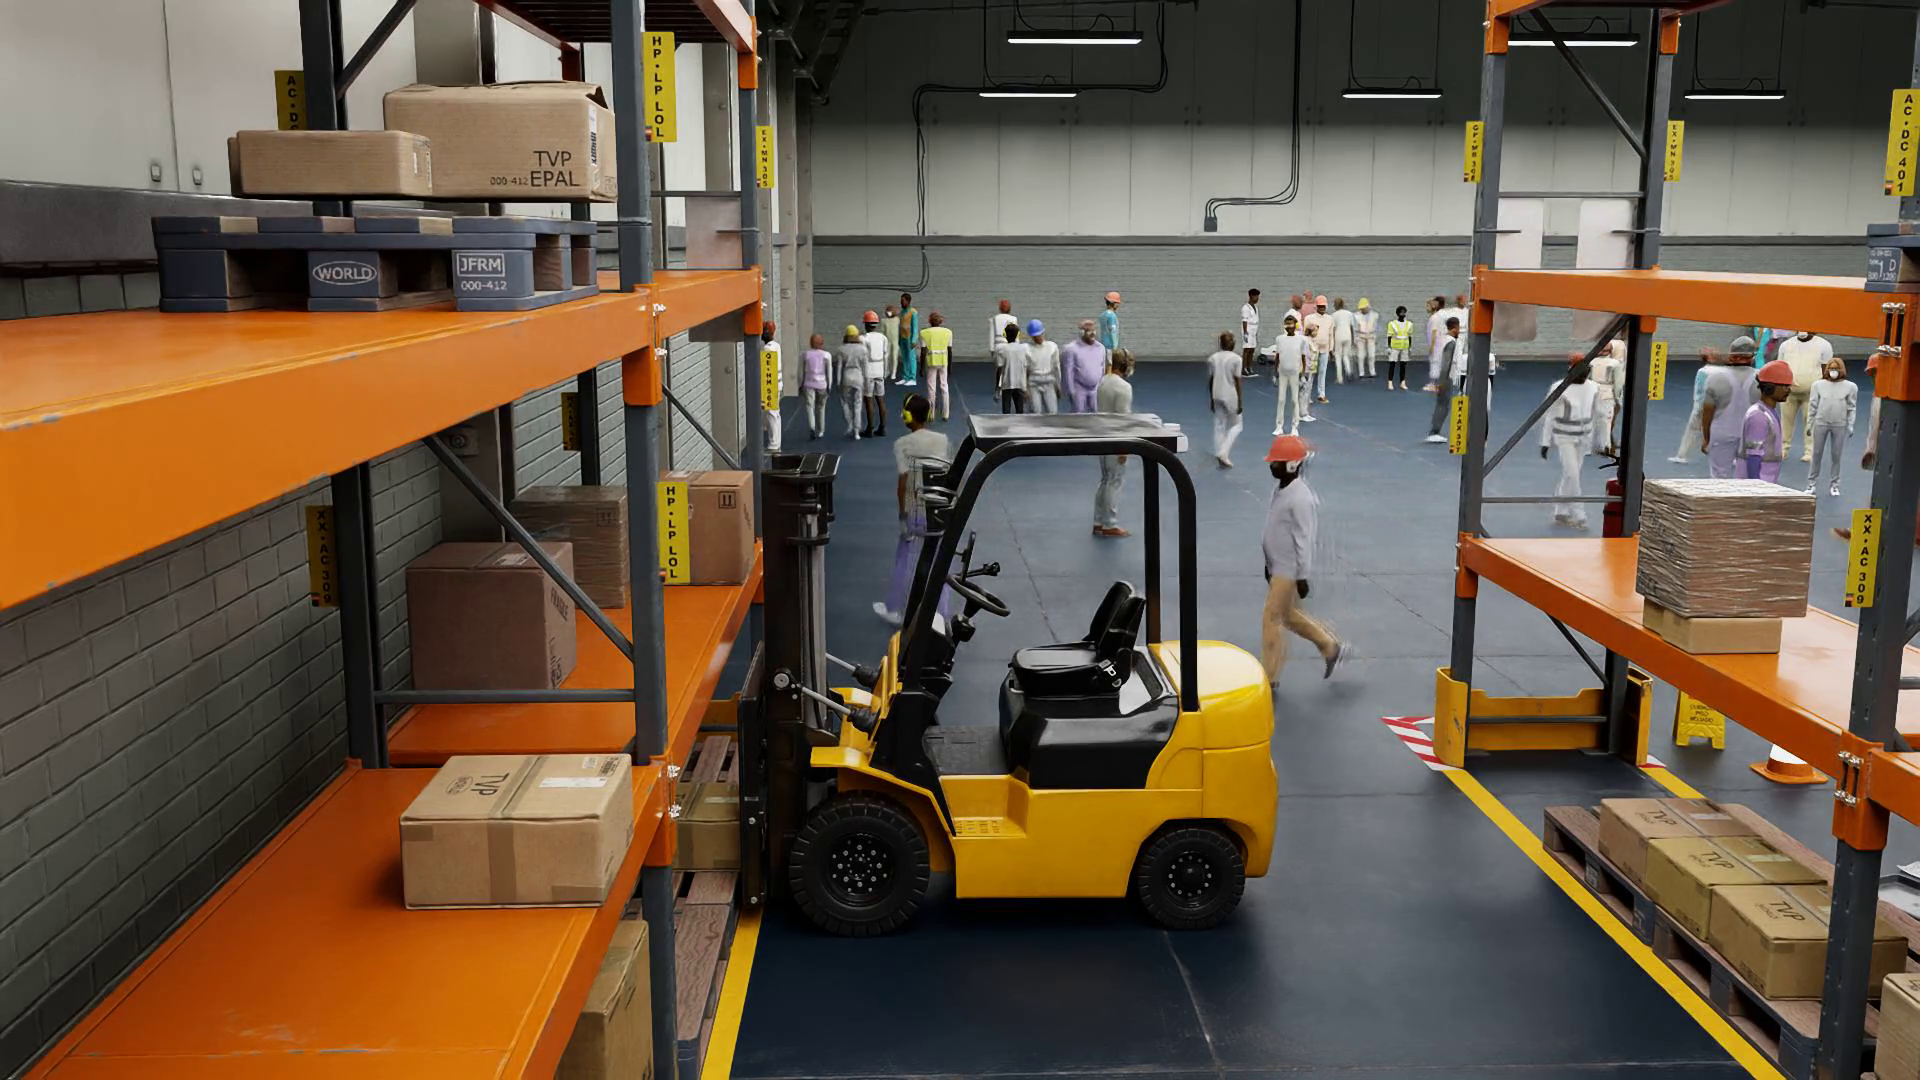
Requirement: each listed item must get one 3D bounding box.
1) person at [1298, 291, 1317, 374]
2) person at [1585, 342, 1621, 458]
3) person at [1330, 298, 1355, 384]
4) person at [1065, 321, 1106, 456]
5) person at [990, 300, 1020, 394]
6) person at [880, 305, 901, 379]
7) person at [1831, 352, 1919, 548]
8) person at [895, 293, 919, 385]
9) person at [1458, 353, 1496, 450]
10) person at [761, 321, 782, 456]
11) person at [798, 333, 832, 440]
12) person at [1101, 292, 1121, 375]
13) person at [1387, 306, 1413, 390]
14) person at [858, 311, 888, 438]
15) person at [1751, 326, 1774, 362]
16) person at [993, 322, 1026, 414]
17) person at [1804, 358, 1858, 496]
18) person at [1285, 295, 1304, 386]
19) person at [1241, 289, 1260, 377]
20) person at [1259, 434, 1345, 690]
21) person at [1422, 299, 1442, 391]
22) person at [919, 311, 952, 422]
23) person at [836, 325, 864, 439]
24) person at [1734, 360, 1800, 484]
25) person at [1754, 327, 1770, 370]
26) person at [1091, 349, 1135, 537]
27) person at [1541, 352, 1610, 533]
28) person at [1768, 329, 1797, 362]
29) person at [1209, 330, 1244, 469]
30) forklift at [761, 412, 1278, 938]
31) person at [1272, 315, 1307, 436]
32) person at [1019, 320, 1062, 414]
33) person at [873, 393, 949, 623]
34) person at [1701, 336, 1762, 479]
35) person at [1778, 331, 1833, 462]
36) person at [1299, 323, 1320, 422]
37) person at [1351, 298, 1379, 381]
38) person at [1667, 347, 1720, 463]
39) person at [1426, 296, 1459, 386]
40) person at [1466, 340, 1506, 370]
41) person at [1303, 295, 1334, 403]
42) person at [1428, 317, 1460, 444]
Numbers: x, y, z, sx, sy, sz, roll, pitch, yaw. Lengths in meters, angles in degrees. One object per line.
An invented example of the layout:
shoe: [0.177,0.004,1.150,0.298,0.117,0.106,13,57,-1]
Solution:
person: [7.678,-4.565,36.864,0.651,1.907,0.409,-4,11,-19]
person: [8.907,-1.960,23.130,0.314,1.633,0.521,-9,14,-41]
person: [8.031,-4.182,34.983,0.546,1.817,0.471,-2,10,-12]
person: [1.783,-2.090,23.122,0.640,1.884,0.788,-3,11,-17]
person: [0.869,-3.807,32.805,0.575,1.852,0.925,6,12,31]
person: [-1.498,-4.310,36.248,0.501,1.620,0.357,1,10,8]
person: [9.051,-0.867,16.224,0.871,1.923,0.663,2,10,10]
person: [-1.085,-4.188,34.731,0.392,1.920,0.587,-7,12,-33]
person: [7.421,-2.136,23.917,0.529,1.697,0.321,-1,10,-4]
person: [-2.673,-2.120,23.314,0.352,1.883,0.580,1,10,6]
person: [-2.187,-2.322,25.169,0.518,1.616,0.740,-1,10,-8]
person: [2.879,-3.697,31.661,0.378,2.040,0.607,-2,10,-13]
person: [8.883,-3.877,33.611,0.535,1.700,0.318,-1,10,-7]
person: [-1.362,-2.535,25.471,0.551,1.935,0.371,-9,14,-43]
person: [20.050,-5.398,41.387,0.635,1.961,0.456,-3,11,-15]
person: [0.720,-2.101,23.239,0.518,1.874,0.326,-3,11,-16]
person: [10.273,-1.334,19.627,0.504,1.632,0.269,6,12,29]
person: [6.996,-4.139,34.583,0.463,1.874,0.585,4,11,22]
person: [6.450,-4.596,36.914,0.384,1.953,0.611,7,12,34]
person: [2.224,0.150,11.082,0.715,1.732,0.571,0,10,-2]
person: [9.497,-3.902,33.386,0.341,1.839,0.501,2,10,13]
person: [-0.399,-2.872,27.602,0.564,1.846,0.392,-3,11,-18]
person: [-1.651,-2.415,25.385,0.506,1.725,0.567,-2,10,-10]
person: [6.578,-0.454,13.628,0.419,2.034,0.605,7,12,33]
person: [16.609,-4.110,34.542,0.359,1.835,0.512,6,12,30]
person: [1.561,-0.972,16.852,0.408,1.917,0.642,-3,11,-16]
person: [6.422,-1.013,17.237,0.686,1.844,0.821,-3,10,-14]
person: [18.434,-4.614,37.201,0.601,1.892,0.945,-1,10,-6]
person: [3.513,-1.835,21.858,0.543,1.832,0.402,9,14,41]
forklift: [0.291,0.548,7.580,2.313,2.155,1.214,0,10,-2]
person: [5.077,-2.532,25.655,0.526,1.866,0.324,4,11,21]
person: [1.127,-2.114,23.193,0.624,1.910,0.528,-2,10,-10]
person: [-0.333,-0.213,12.829,0.524,1.828,0.914,-6,12,-30]
person: [7.929,-1.067,17.005,0.683,2.000,0.536,4,11,21]
person: [11.468,-2.088,22.693,0.683,2.000,0.535,8,13,38]
person: [5.818,-2.792,27.741,0.311,1.636,0.521,4,11,22]
person: [8.706,-4.309,35.760,0.612,1.790,0.538,1,10,4]
person: [9.986,-1.777,22.211,0.537,1.592,0.867,-7,12,-35]
person: [9.921,-4.052,34.072,0.732,1.890,0.623,9,14,43]
person: [12.213,-4.902,38.826,1.031,1.890,0.641,7,12,33]
person: [6.650,-3.527,30.834,0.611,1.996,0.378,-2,10,-13]
person: [7.220,-2.389,24.829,0.454,1.874,0.633,1,10,5]
